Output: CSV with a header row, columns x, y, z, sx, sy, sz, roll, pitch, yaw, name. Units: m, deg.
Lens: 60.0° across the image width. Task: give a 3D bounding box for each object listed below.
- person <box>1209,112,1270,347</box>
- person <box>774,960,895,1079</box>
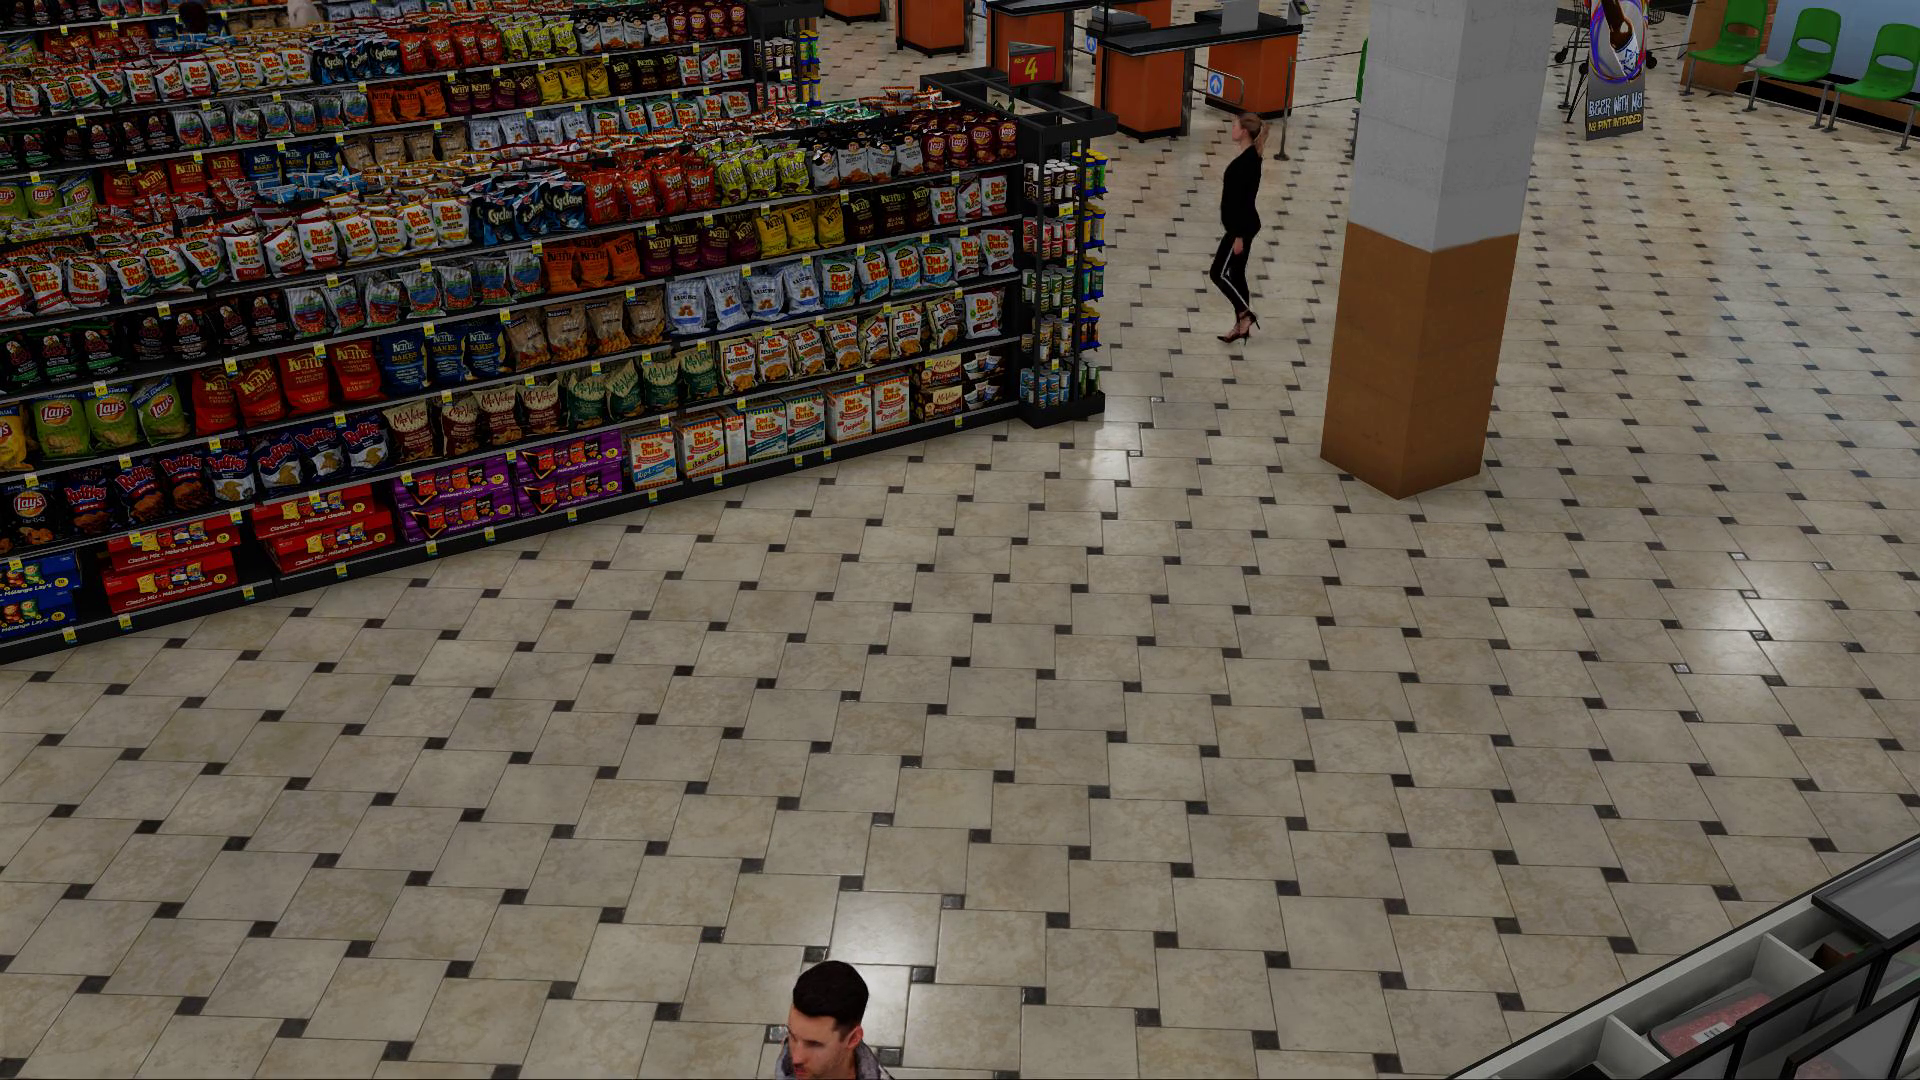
x,y,z,sx,sy,sz,roll,pitch,yaw,name
2.069,-2.166,11.805,0.810,1.692,0.740,9,30,16,person
-0.300,1.814,4.335,0.619,1.865,0.714,-21,35,-34,person
